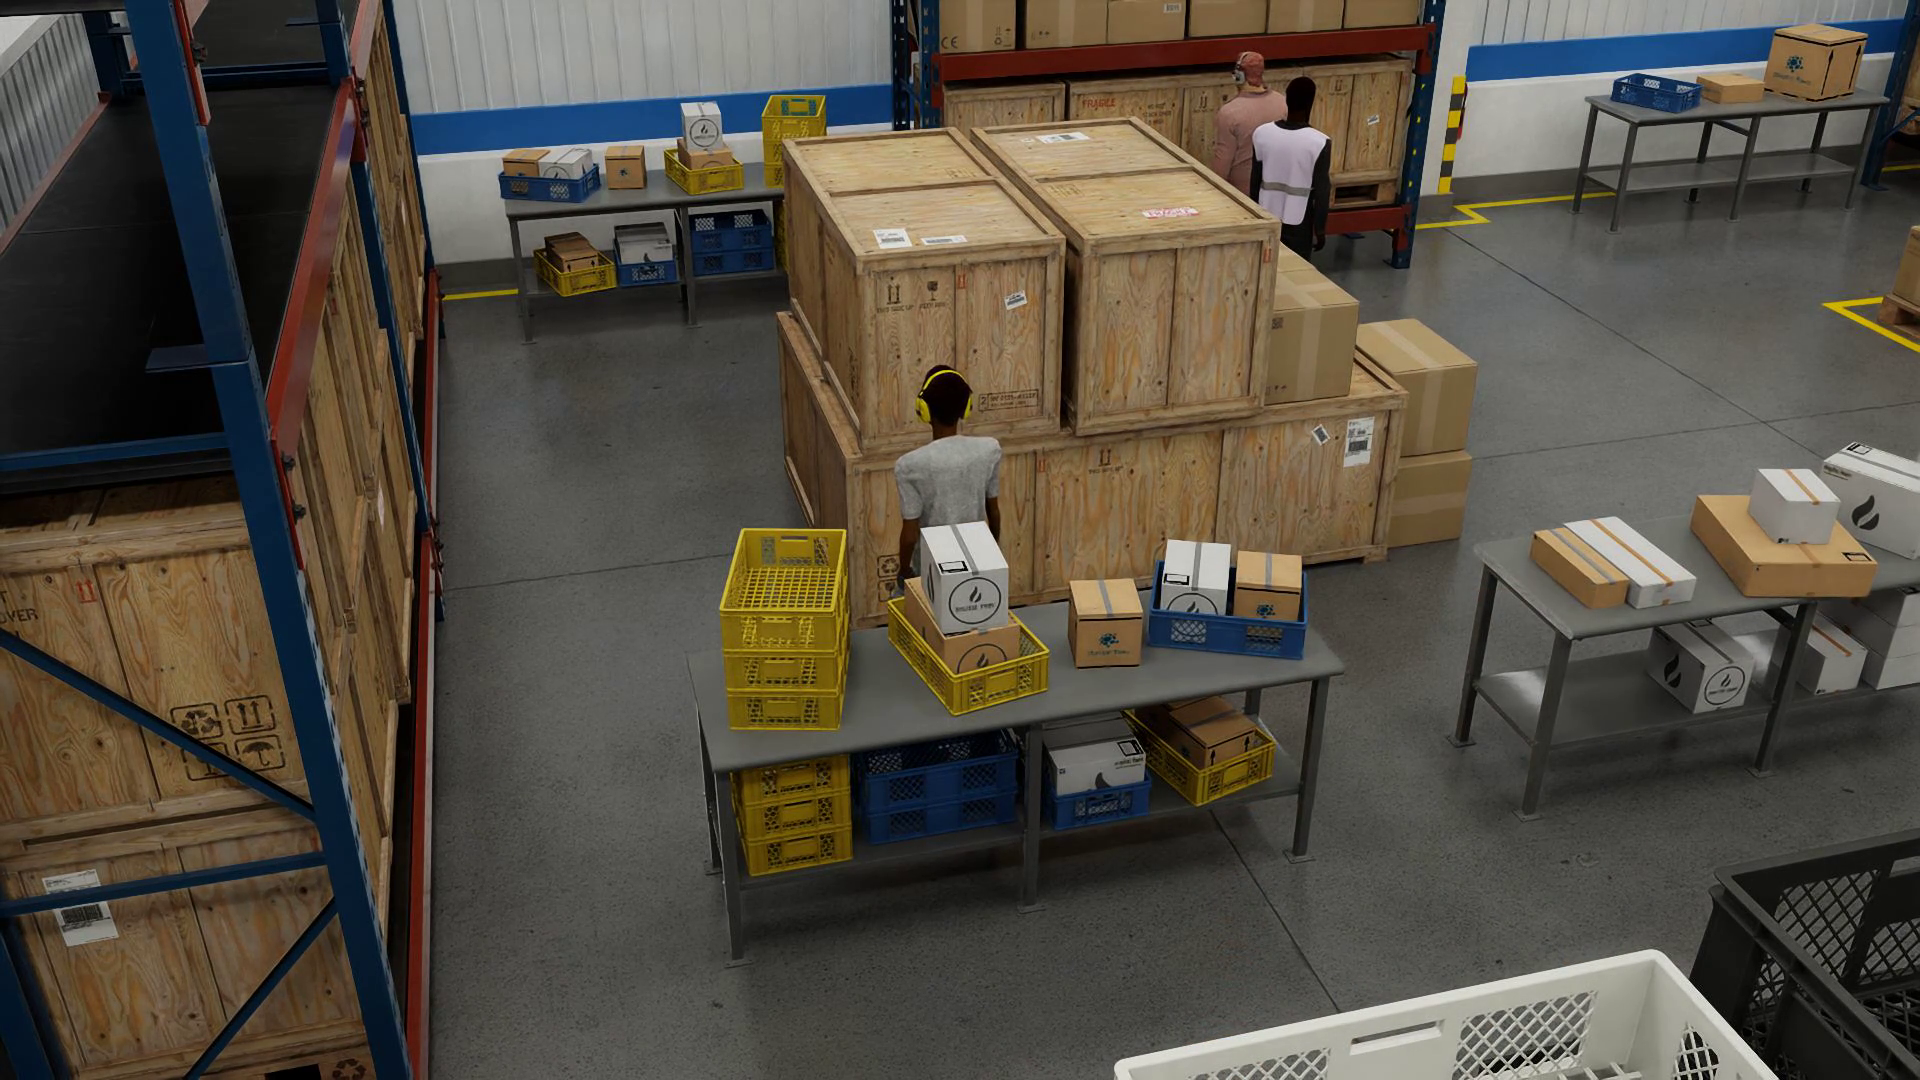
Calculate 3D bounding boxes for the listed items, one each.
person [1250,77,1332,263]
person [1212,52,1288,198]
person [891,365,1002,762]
[{"bbox_3d":[2.235,-2.190,11.372,0.591,1.916,0.392,21,35,32],"label":"person"},{"bbox_3d":[2.052,-2.582,12.099,0.639,1.903,0.407,-16,33,-27],"label":"person"},{"bbox_3d":[-0.060,0.130,7.207,0.521,1.870,0.319,-14,32,-24],"label":"person"}]
